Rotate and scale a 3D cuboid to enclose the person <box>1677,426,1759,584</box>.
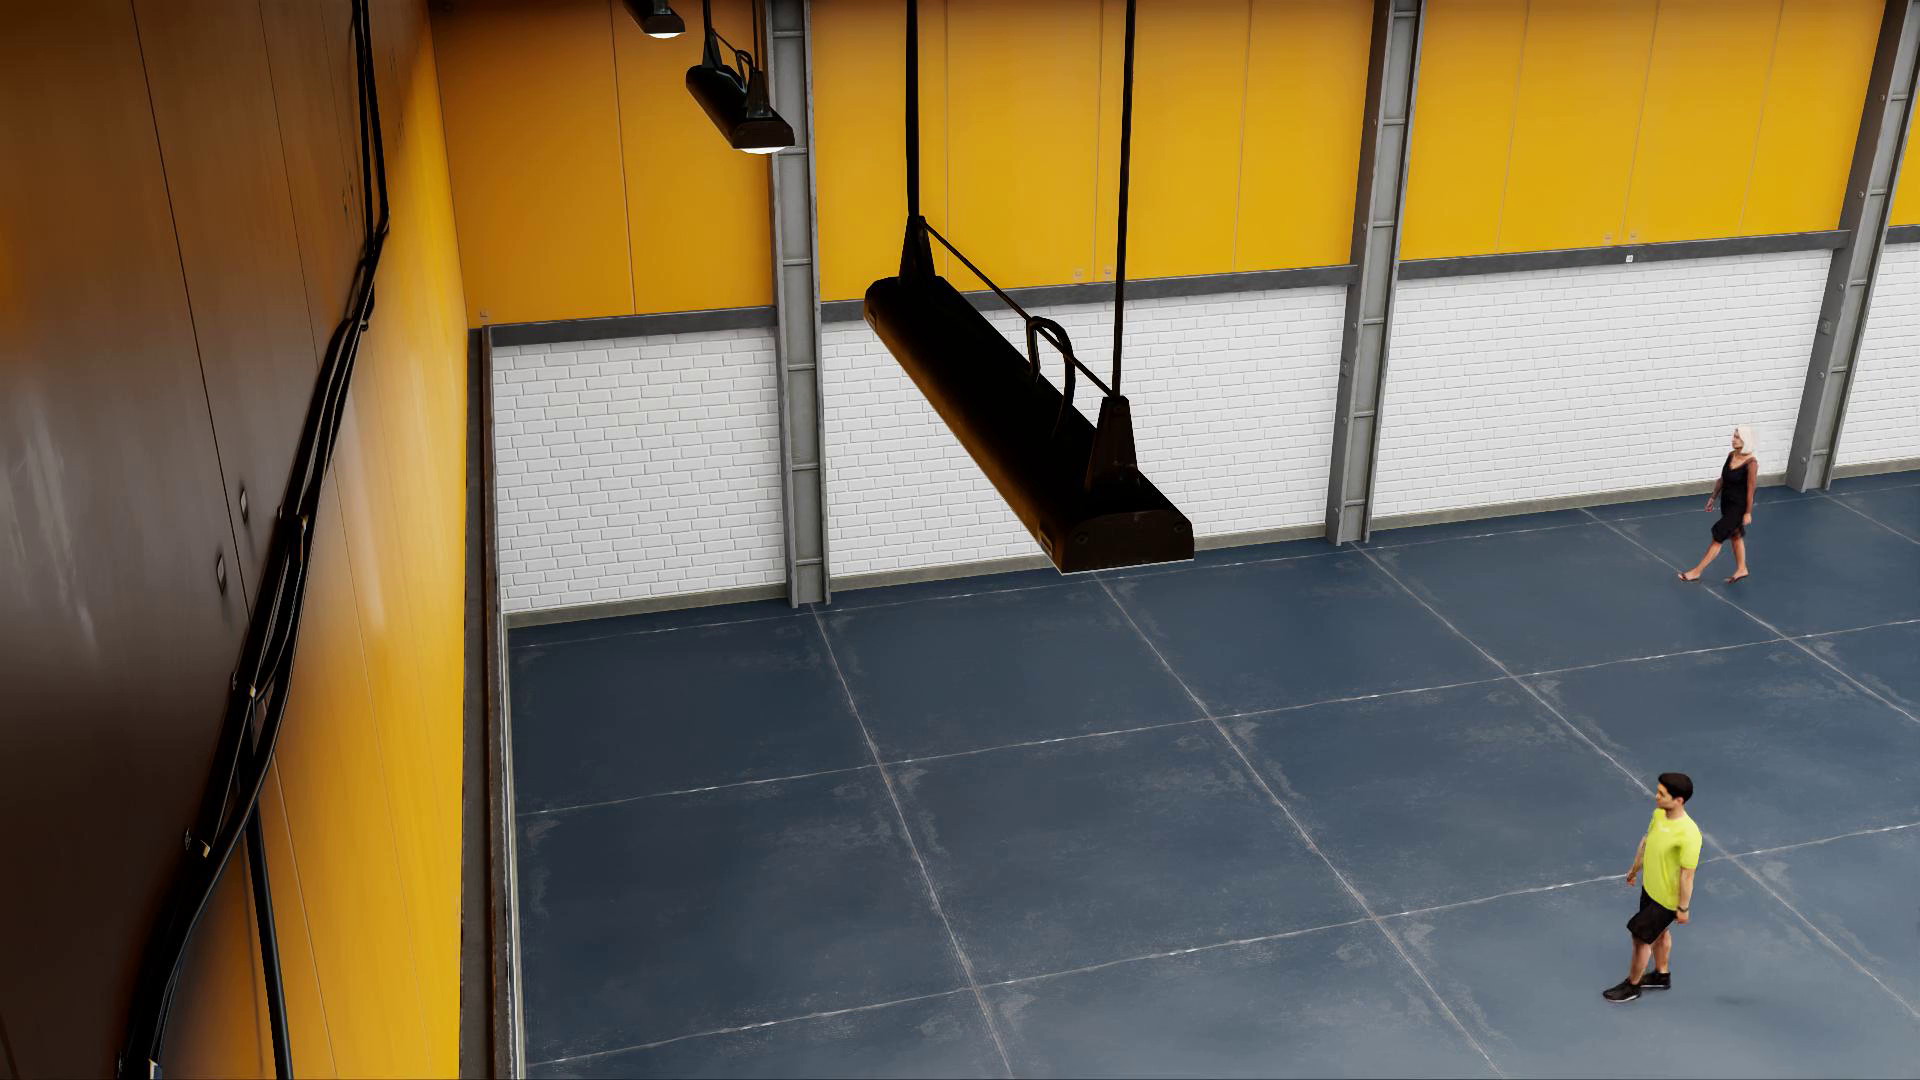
[{"bbox_3d":[7.940,-0.317,16.879,1.054,1.704,0.744,-1,24,-3],"label":"person"}]

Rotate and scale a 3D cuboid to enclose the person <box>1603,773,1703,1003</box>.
[{"bbox_3d":[4.710,2.284,10.948,0.825,1.690,0.737,-1,24,-2],"label":"person"}]
